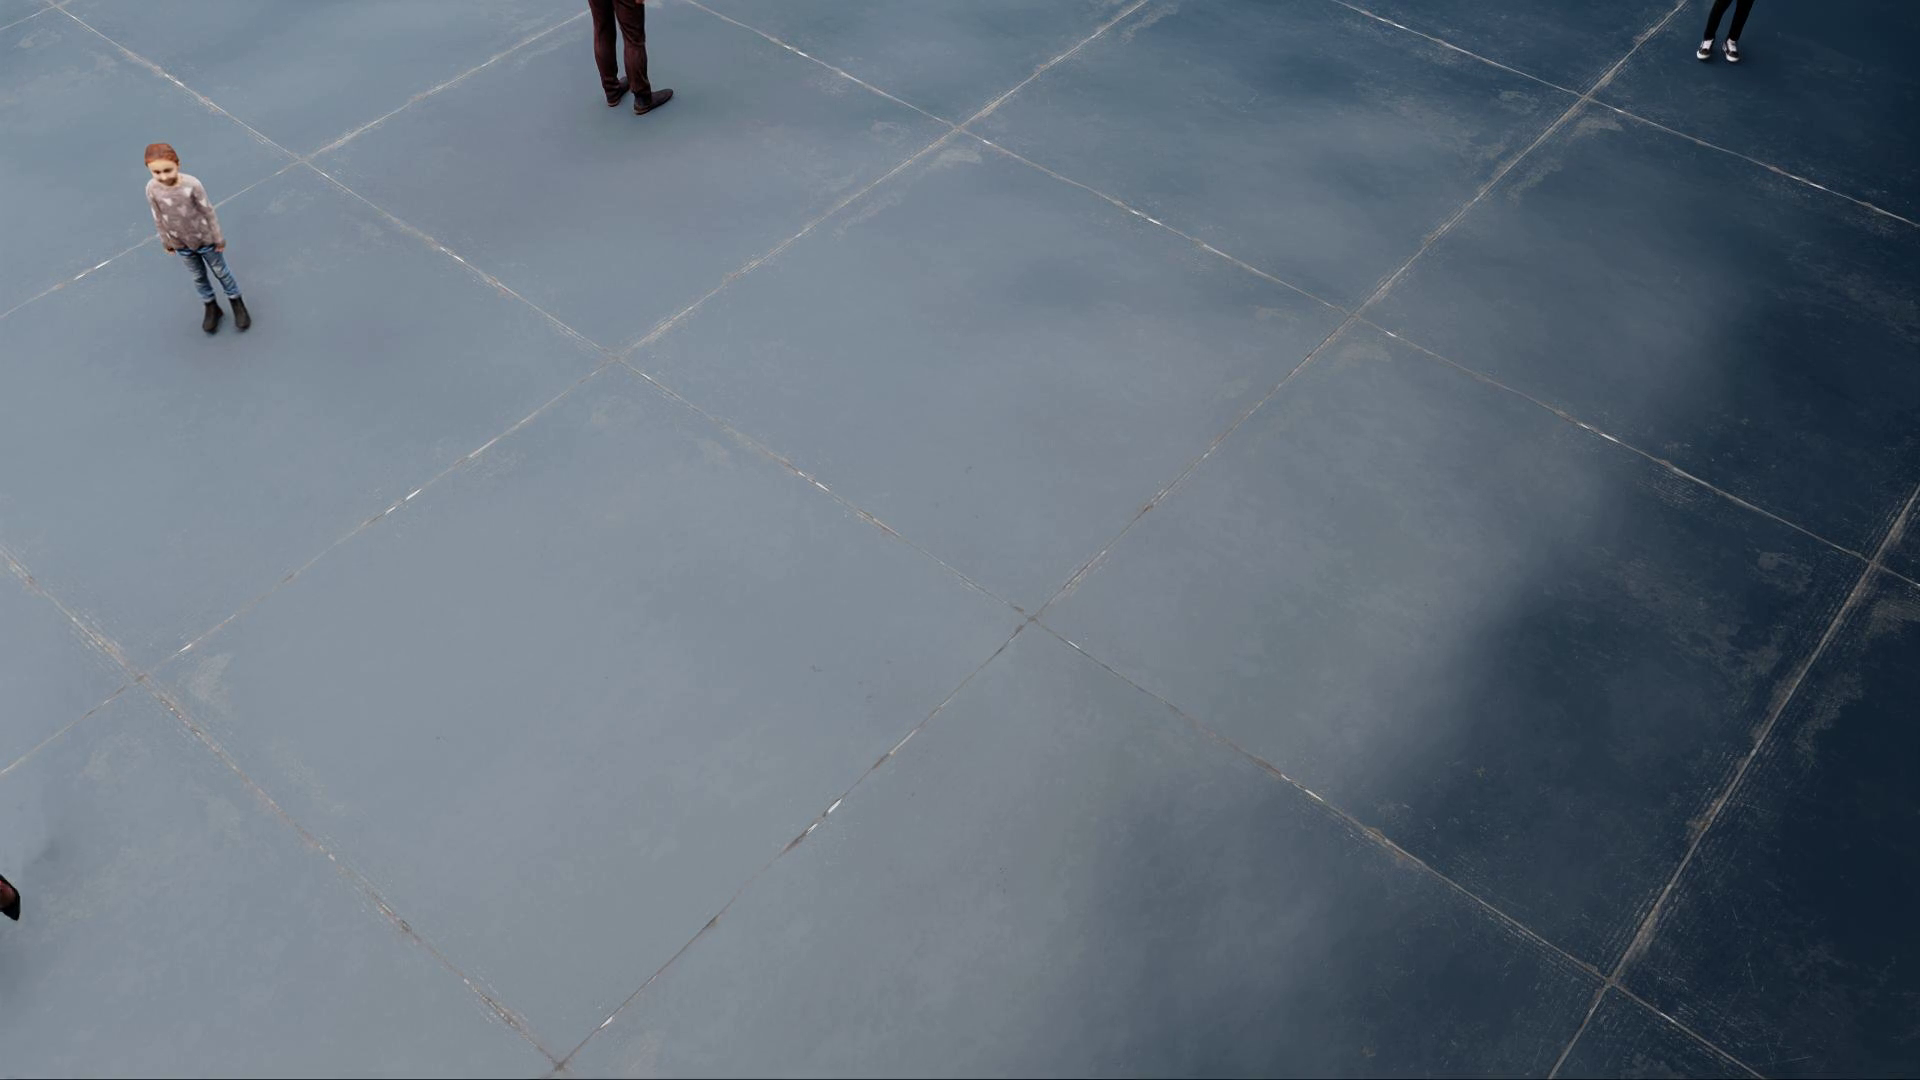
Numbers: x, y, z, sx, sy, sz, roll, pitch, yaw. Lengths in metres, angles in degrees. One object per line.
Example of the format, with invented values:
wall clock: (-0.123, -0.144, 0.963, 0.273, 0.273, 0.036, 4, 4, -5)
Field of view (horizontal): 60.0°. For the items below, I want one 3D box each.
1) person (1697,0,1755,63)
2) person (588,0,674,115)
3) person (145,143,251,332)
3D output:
person: (5.288, -3.828, 11.131, 0.589, 1.254, 0.603, 9, 48, 8)
person: (-2.206, -3.567, 10.473, 0.735, 1.866, 0.681, 20, 50, 18)
person: (-4.238, -1.688, 9.195, 0.536, 1.193, 0.601, -5, 47, -5)
